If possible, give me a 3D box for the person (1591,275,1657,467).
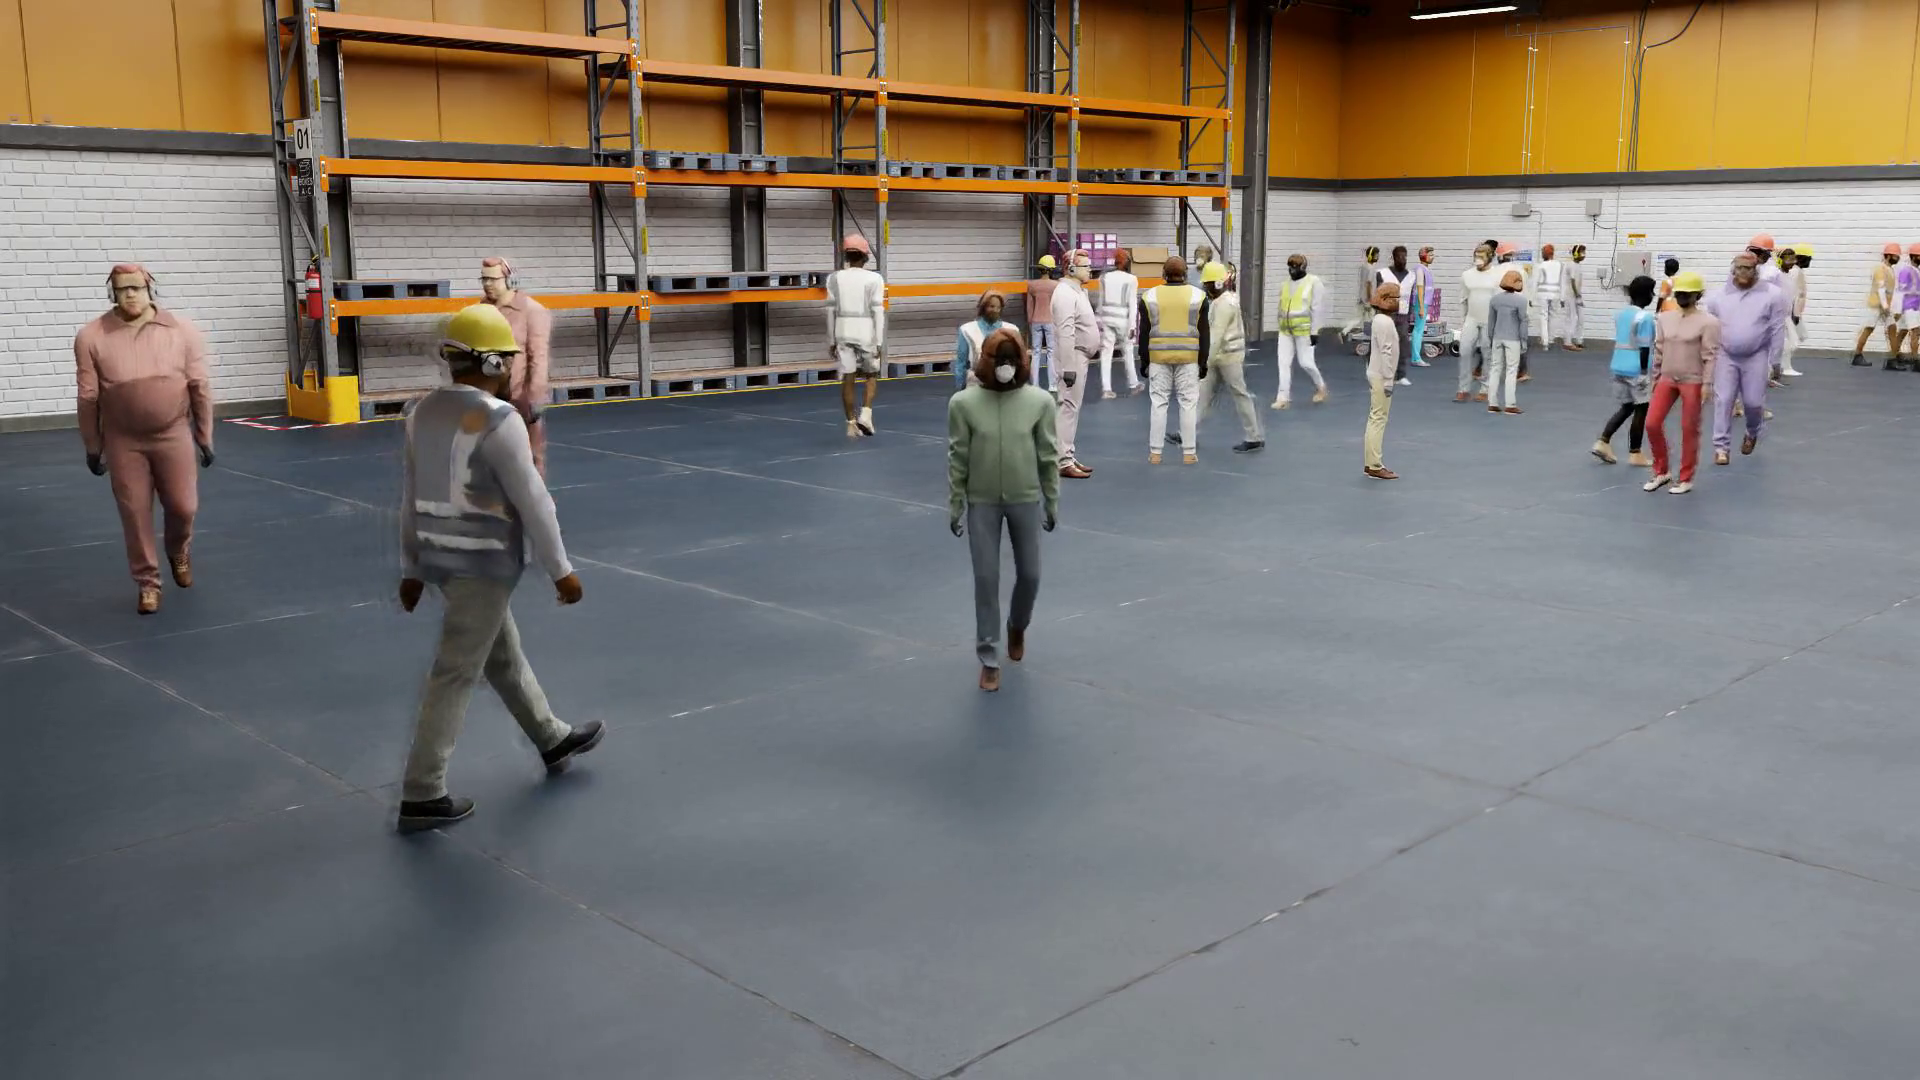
[{"bbox_3d":[5.845,-1.479,14.616,0.467,1.676,0.544,-2,11,-9],"label":"person"}]

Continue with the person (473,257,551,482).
[{"bbox_3d":[-3.070,-0.942,11.148,0.647,1.875,0.805,2,11,11],"label":"person"}]

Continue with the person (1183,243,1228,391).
[{"bbox_3d":[3.011,-2.715,20.666,0.642,1.927,0.647,6,12,30],"label":"person"}]

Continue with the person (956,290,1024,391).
[{"bbox_3d":[0.243,-1.141,12.983,0.529,1.591,0.864,-1,10,-7],"label":"person"}]

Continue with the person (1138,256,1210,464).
[{"bbox_3d":[1.898,-1.588,14.749,0.631,1.843,0.429,2,11,8],"label":"person"}]

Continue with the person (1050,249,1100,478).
[{"bbox_3d":[0.969,-1.480,13.980,0.406,1.906,0.654,2,11,9],"label":"person"}]

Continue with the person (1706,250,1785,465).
[{"bbox_3d":[6.952,-1.623,14.789,0.670,1.895,0.608,6,12,28],"label":"person"}]

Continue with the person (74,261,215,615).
[{"bbox_3d":[-4.415,-0.564,9.032,0.661,1.886,0.547,-5,11,-24],"label":"person"}]

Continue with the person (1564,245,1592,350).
[{"bbox_3d":[10.903,-4.247,29.245,0.524,1.856,0.510,9,14,42],"label":"person"}]

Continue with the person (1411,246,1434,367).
[{"bbox_3d":[7.118,-3.597,25.687,0.390,1.847,0.563,3,11,18],"label":"person"}]

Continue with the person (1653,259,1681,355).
[{"bbox_3d":[11.078,-3.569,26.048,0.548,1.644,0.895,-8,13,-38],"label":"person"}]

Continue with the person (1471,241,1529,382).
[{"bbox_3d":[7.573,-3.164,23.087,0.645,1.944,1.039,-4,11,-21],"label":"person"}]

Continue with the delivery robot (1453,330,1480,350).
[{"bbox_3d":[8.617,-3.382,27.783,0.707,0.478,0.477,7,12,32],"label":"delivery robot"}]

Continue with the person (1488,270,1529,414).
[{"bbox_3d":[6.232,-2.249,18.920,0.266,1.631,0.507,-7,13,-35],"label":"person"}]

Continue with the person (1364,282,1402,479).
[{"bbox_3d":[3.544,-1.328,13.899,0.286,1.633,0.499,1,10,7],"label":"person"}]

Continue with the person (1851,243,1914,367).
[{"bbox_3d":[14.270,-3.594,25.554,0.570,1.891,0.957,-8,13,-39],"label":"person"}]

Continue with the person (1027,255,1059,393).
[{"bbox_3d":[1.109,-2.782,21.464,0.527,1.768,0.313,6,12,30],"label":"person"}]

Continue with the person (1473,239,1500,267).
[{"bbox_3d":[9.565,-4.477,30.193,0.432,1.942,0.650,-6,12,-29],"label":"person"}]

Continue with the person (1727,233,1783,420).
[{"bbox_3d":[8.747,-2.348,18.337,0.394,2.044,0.609,-8,13,-37],"label":"person"}]

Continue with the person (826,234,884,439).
[{"bbox_3d":[-1.027,-2.008,16.525,0.603,2.029,0.435,2,11,12],"label":"person"}]

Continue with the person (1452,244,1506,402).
[{"bbox_3d":[6.244,-2.594,20.018,0.635,1.910,0.745,9,14,39],"label":"person"}]

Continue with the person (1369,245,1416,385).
[{"bbox_3d":[5.913,-3.078,22.744,0.594,1.893,0.828,-2,11,-10],"label":"person"}]

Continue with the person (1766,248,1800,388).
[{"bbox_3d":[10.923,-2.939,22.087,0.550,1.851,0.439,-4,11,-20],"label":"person"}]

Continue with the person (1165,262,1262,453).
[{"bbox_3d":[2.390,-1.684,15.461,0.951,1.768,0.612,0,10,1],"label":"person"}]

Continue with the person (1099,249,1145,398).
[{"bbox_3d":[2.009,-2.707,20.848,0.603,1.830,0.942,7,12,33],"label":"person"}]

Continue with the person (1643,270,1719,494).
[{"bbox_3d":[5.597,-1.216,12.948,0.514,1.746,0.561,-8,13,-36],"label":"person"}]

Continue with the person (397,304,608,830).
[{"bbox_3d":[-1.649,0.070,5.866,0.593,1.772,0.972,10,14,43],"label":"person"}]

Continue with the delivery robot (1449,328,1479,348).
[{"bbox_3d":[8.708,-3.479,28.313,0.707,0.478,0.477,1,10,4],"label":"delivery robot"}]

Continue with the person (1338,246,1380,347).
[{"bbox_3d":[7.075,-4.241,29.243,0.699,1.837,0.530,-1,10,-5],"label":"person"}]

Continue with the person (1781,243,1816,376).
[{"bbox_3d":[12.064,-3.317,23.981,0.418,1.909,0.619,5,12,26],"label":"person"}]

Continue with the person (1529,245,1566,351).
[{"bbox_3d":[10.366,-4.294,29.512,0.622,1.839,0.804,-2,11,-10],"label":"person"}]

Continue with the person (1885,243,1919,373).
[{"bbox_3d":[14.174,-3.422,24.585,0.547,1.907,0.842,-10,14,-43],"label":"person"}]

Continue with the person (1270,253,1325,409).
[{"bbox_3d":[3.989,-2.444,19.485,0.634,1.819,0.737,10,14,43],"label":"person"}]

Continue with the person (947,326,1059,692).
[{"bbox_3d":[0.193,-0.158,7.561,0.507,1.622,0.591,0,10,-2],"label":"person"}]
